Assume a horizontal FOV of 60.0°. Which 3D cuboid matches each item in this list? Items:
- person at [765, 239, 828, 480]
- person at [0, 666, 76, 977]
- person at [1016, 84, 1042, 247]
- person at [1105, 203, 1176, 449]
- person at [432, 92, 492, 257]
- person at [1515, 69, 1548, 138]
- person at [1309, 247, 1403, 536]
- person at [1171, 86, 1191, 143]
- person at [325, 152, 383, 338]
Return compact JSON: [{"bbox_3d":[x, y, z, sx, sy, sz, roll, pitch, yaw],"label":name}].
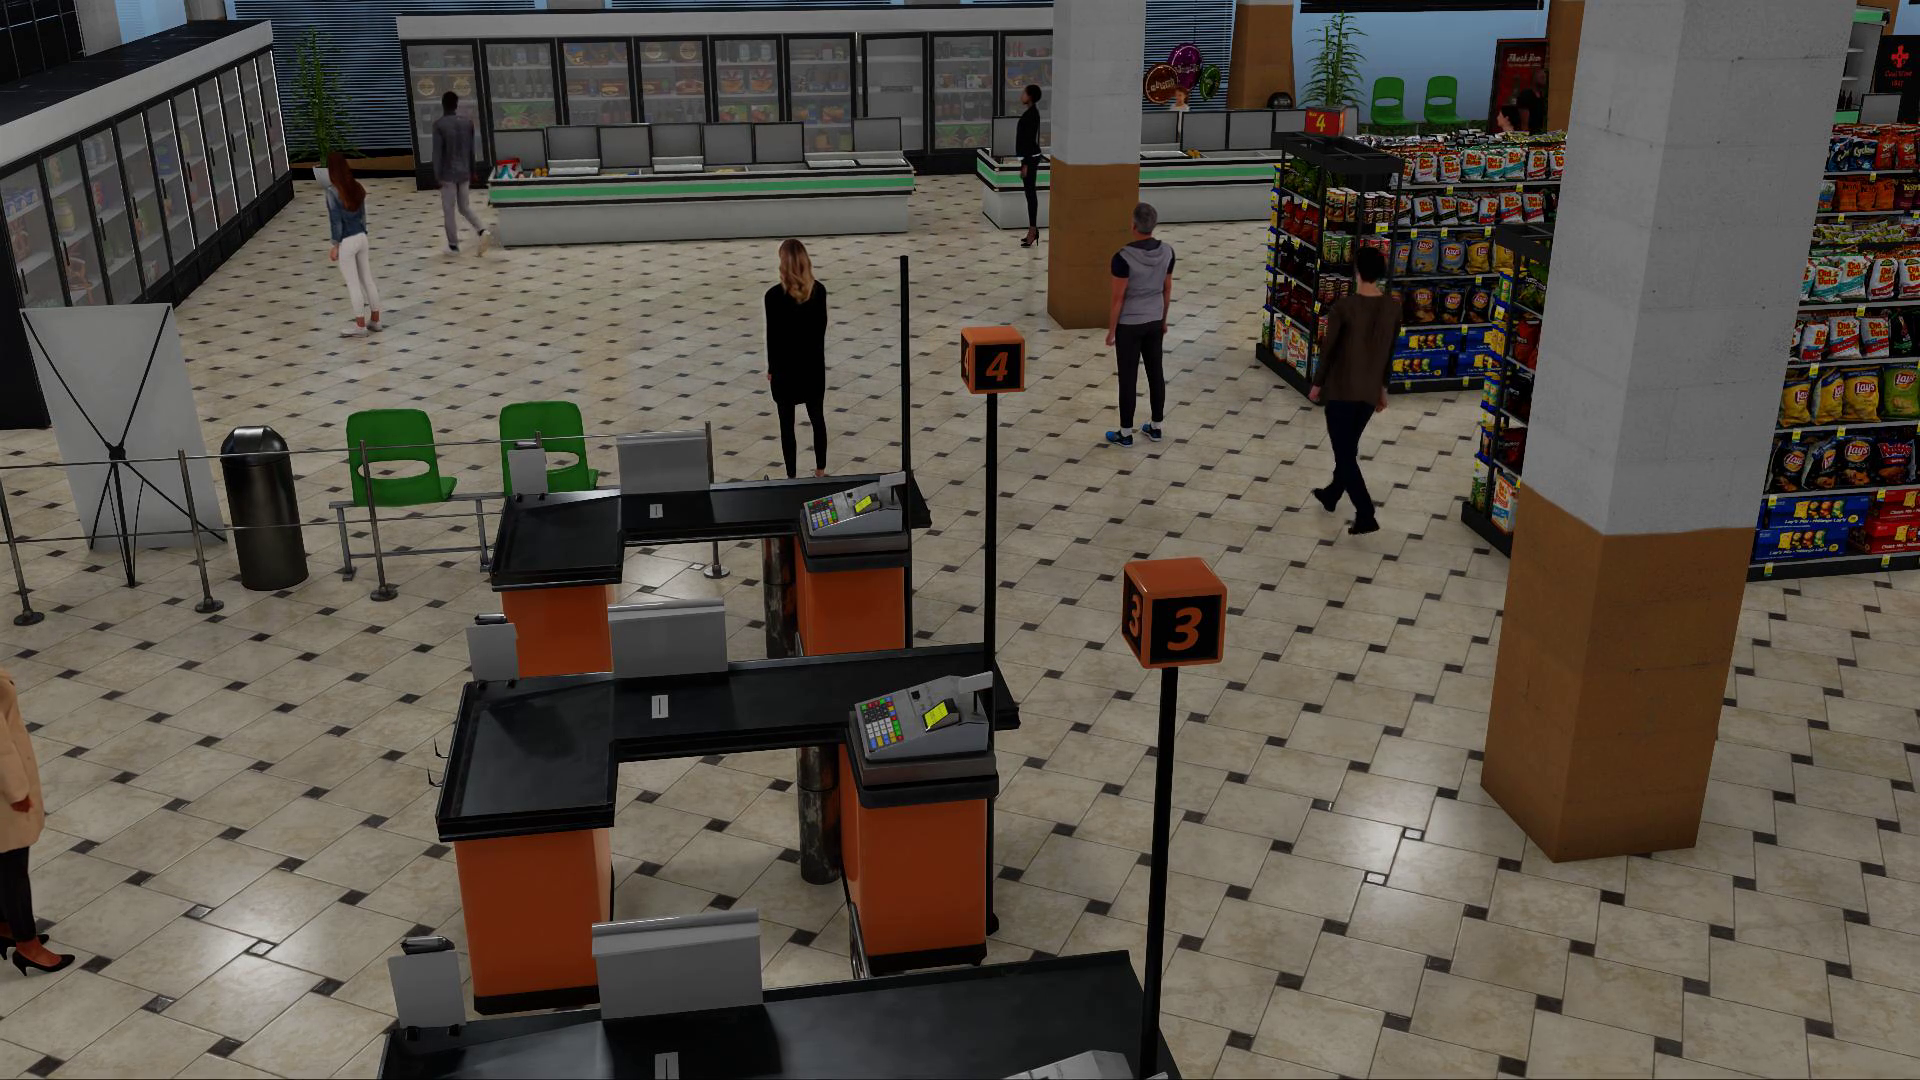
[{"bbox_3d":[-1.111,-1.176,11.443,0.596,1.802,0.734,-14,26,-30],"label":"person"},{"bbox_3d":[-3.743,0.913,6.407,0.718,1.682,0.741,19,29,39],"label":"person"},{"bbox_3d":[0.812,-4.345,19.287,0.621,1.834,0.659,3,22,7],"label":"person"},{"bbox_3d":[1.362,-1.613,12.495,0.628,1.830,0.814,-11,25,-26],"label":"person"},{"bbox_3d":[-5.590,-4.055,18.600,1.117,1.808,1.072,15,26,33],"label":"person"},{"bbox_3d":[7.056,-4.995,20.990,1.256,1.773,1.111,-16,27,-35],"label":"person"},{"bbox_3d":[2.573,-0.920,10.740,1.145,1.852,0.848,-7,23,-18],"label":"person"},{"bbox_3d":[3.088,-5.708,23.378,0.559,1.313,0.609,20,29,40],"label":"person"},{"bbox_3d":[-5.667,-2.752,15.505,0.691,1.700,0.691,8,23,20],"label":"person"}]
